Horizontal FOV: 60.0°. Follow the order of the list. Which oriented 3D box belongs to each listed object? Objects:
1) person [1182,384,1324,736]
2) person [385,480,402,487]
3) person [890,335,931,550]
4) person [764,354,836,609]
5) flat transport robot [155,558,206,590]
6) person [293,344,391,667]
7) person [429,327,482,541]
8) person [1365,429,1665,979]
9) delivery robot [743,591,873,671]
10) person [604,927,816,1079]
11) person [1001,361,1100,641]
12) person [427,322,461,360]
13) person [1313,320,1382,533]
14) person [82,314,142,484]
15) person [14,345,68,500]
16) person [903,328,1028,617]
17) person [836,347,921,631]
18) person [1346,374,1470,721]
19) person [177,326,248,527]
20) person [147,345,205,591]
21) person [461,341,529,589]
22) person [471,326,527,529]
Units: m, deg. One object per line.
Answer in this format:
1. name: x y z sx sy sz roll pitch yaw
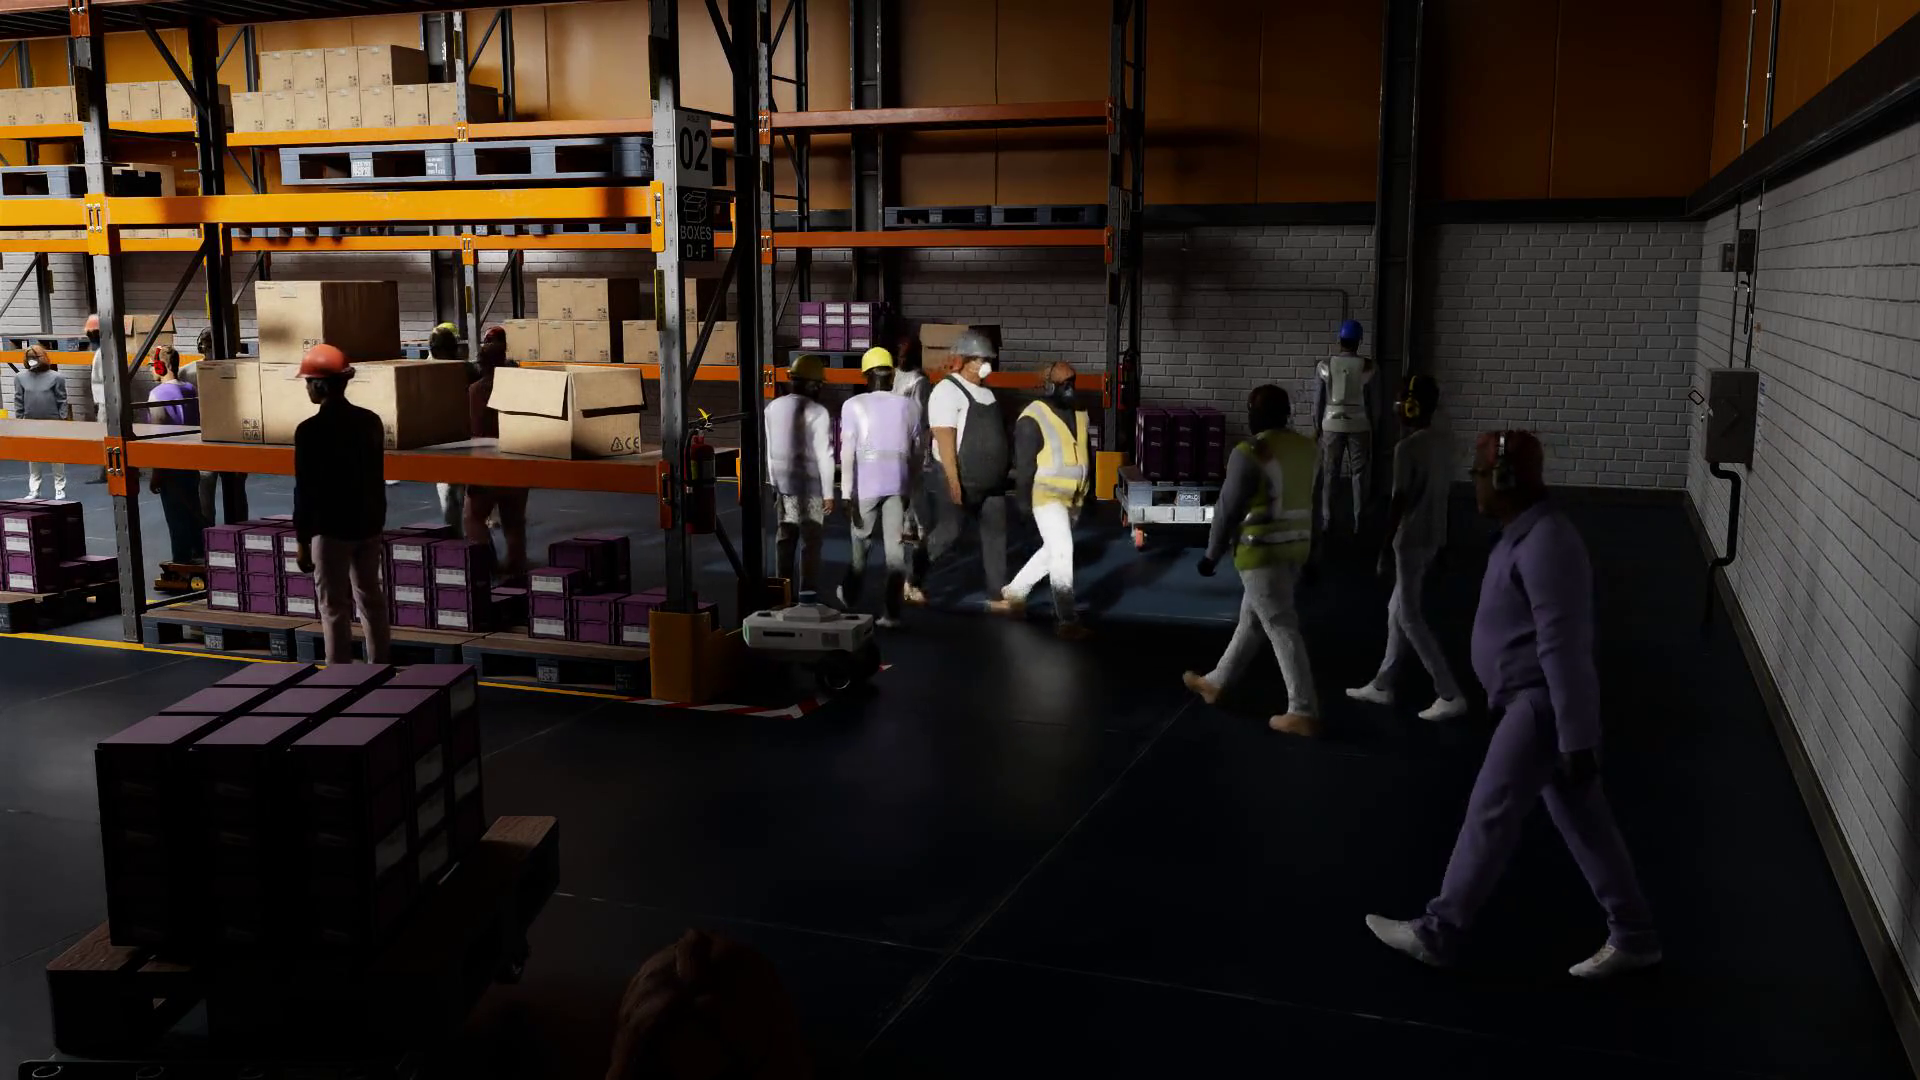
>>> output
1. person: 1.547 0.085 8.707 0.610 1.780 0.963 -9 12 -43
2. person: -6.683 -1.381 18.532 0.831 1.595 0.521 -1 9 -7
3. person: -0.438 -0.851 14.425 0.349 1.855 0.710 -3 10 -20
4. person: -1.081 -0.372 11.506 0.605 1.817 0.407 8 12 40
5. flat transport robot: -5.210 0.250 12.428 1.431 0.197 0.652 3 10 19
6. person: -3.340 -0.055 8.966 0.402 1.991 0.622 4 10 24
7. person: -4.264 -0.796 13.810 0.484 1.927 0.661 8 12 42
8. person: 1.890 0.567 5.513 1.013 1.854 0.675 3 9 17
9. delivery robot: -0.866 0.535 9.455 0.707 0.478 0.477 2 9 10
10. person: -0.280 1.238 1.963 0.508 1.631 0.264 0 9 -2
11. person: 0.574 -0.282 10.963 0.850 1.813 0.627 7 12 39
12. person: -5.641 -1.480 18.388 0.404 1.837 0.588 1 9 7
13. person: 3.547 -1.034 15.242 0.616 1.945 0.404 3 10 18
14. person: -9.676 -1.597 18.881 0.477 1.944 0.550 -5 10 -27
15. person: -9.623 -1.227 17.438 0.504 1.632 0.269 -2 9 -12
16. person: 0.000 -0.492 11.546 0.916 2.000 0.681 7 11 37
17. person: -0.572 -0.363 11.267 0.604 1.864 0.995 -3 10 -20
18. person: 2.418 0.037 8.869 0.540 1.841 0.795 -9 13 -44
19. person: -6.144 -0.797 13.790 0.630 1.938 0.372 -3 10 -20
20. person: -5.860 -0.539 12.490 0.378 1.836 0.561 1 9 3
21. person: -3.341 -0.490 12.030 0.476 1.880 0.685 6 11 33
22. person: -4.327 -1.055 15.574 0.355 1.884 0.575 7 12 39
